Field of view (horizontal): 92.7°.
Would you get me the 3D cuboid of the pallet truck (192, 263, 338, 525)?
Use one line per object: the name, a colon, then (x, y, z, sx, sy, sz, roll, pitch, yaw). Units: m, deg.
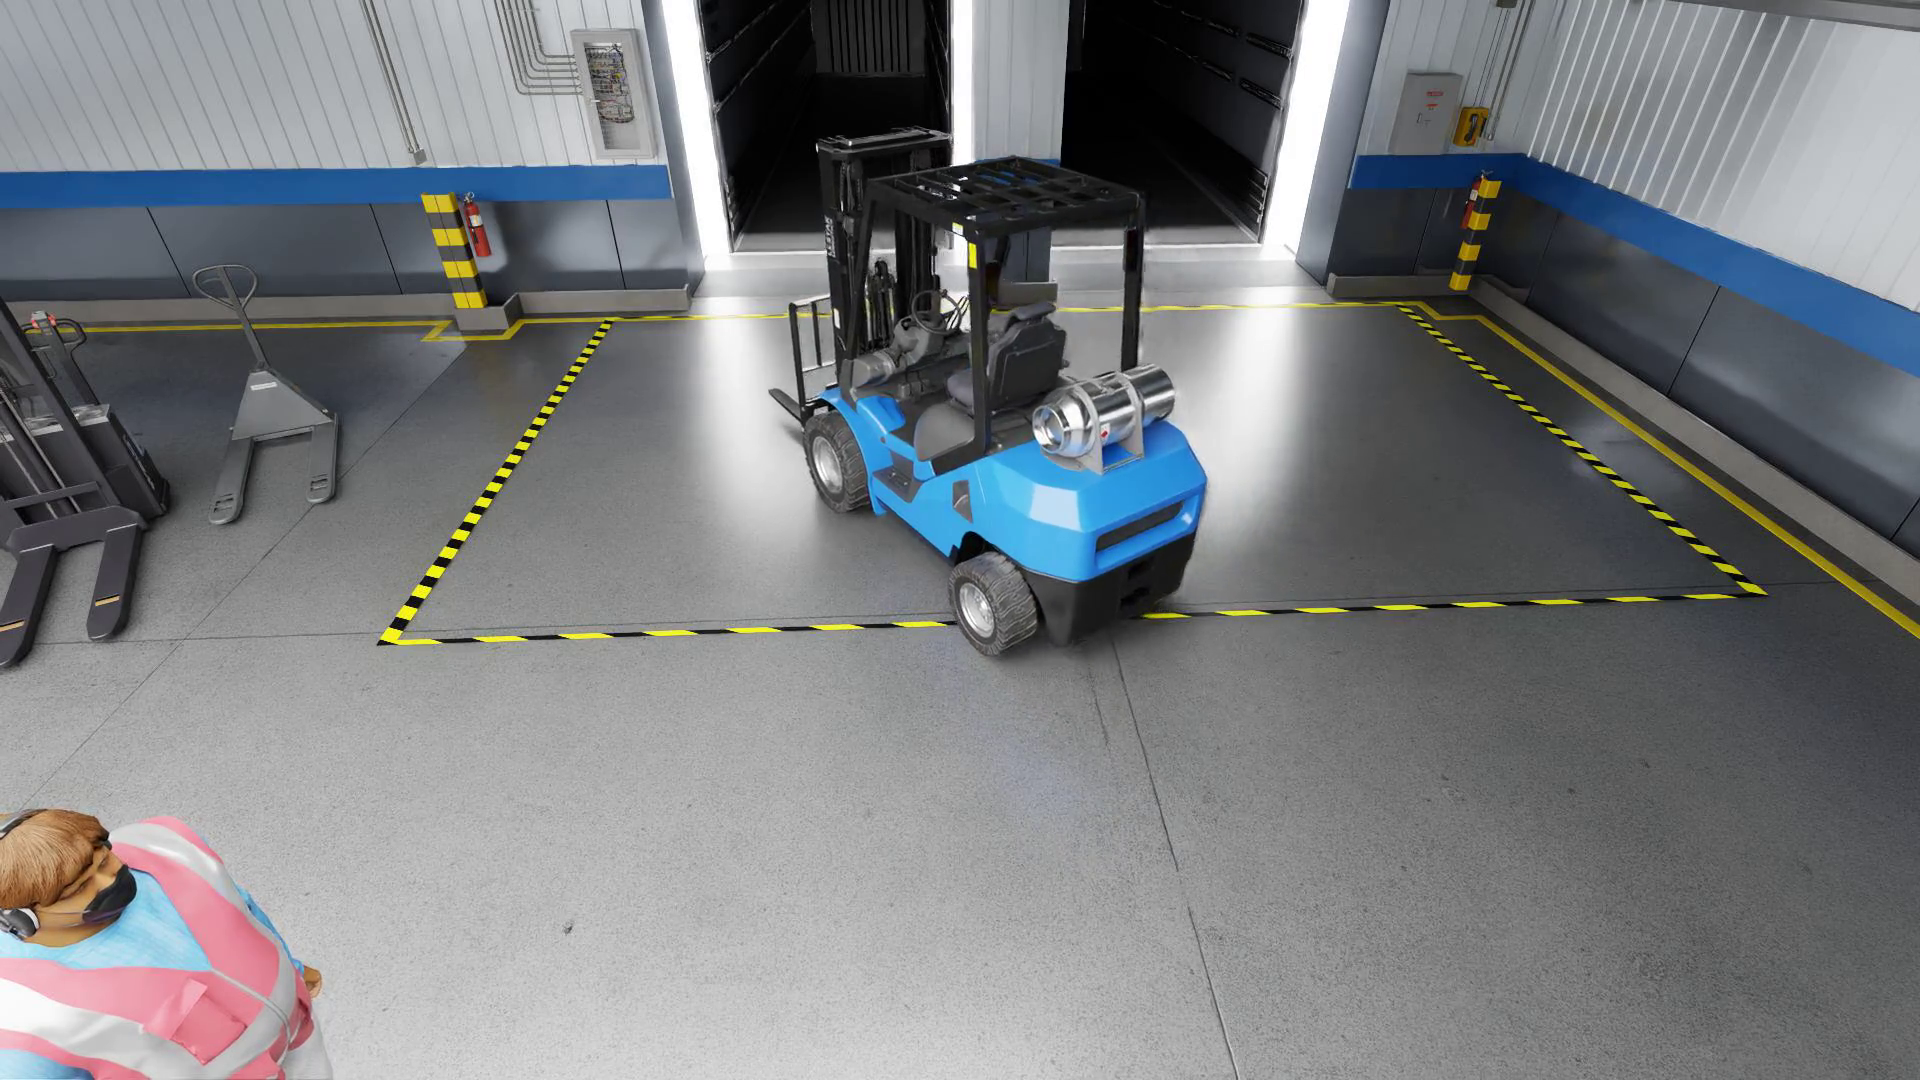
pallet truck: (-4.778, -1.027, 6.128, 0.680, 1.201, 1.601, -17, 38, -23)

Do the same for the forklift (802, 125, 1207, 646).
forklift: (0.139, -0.993, 5.106, 1.157, 2.036, 2.680, -22, 40, -28)

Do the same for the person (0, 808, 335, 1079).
person: (-1.807, 1.296, 2.263, 0.429, 1.843, 0.629, -2, 35, -3)

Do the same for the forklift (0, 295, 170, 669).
forklift: (-5.212, -0.618, 4.878, 0.823, 1.965, 1.885, -20, 39, -26)
